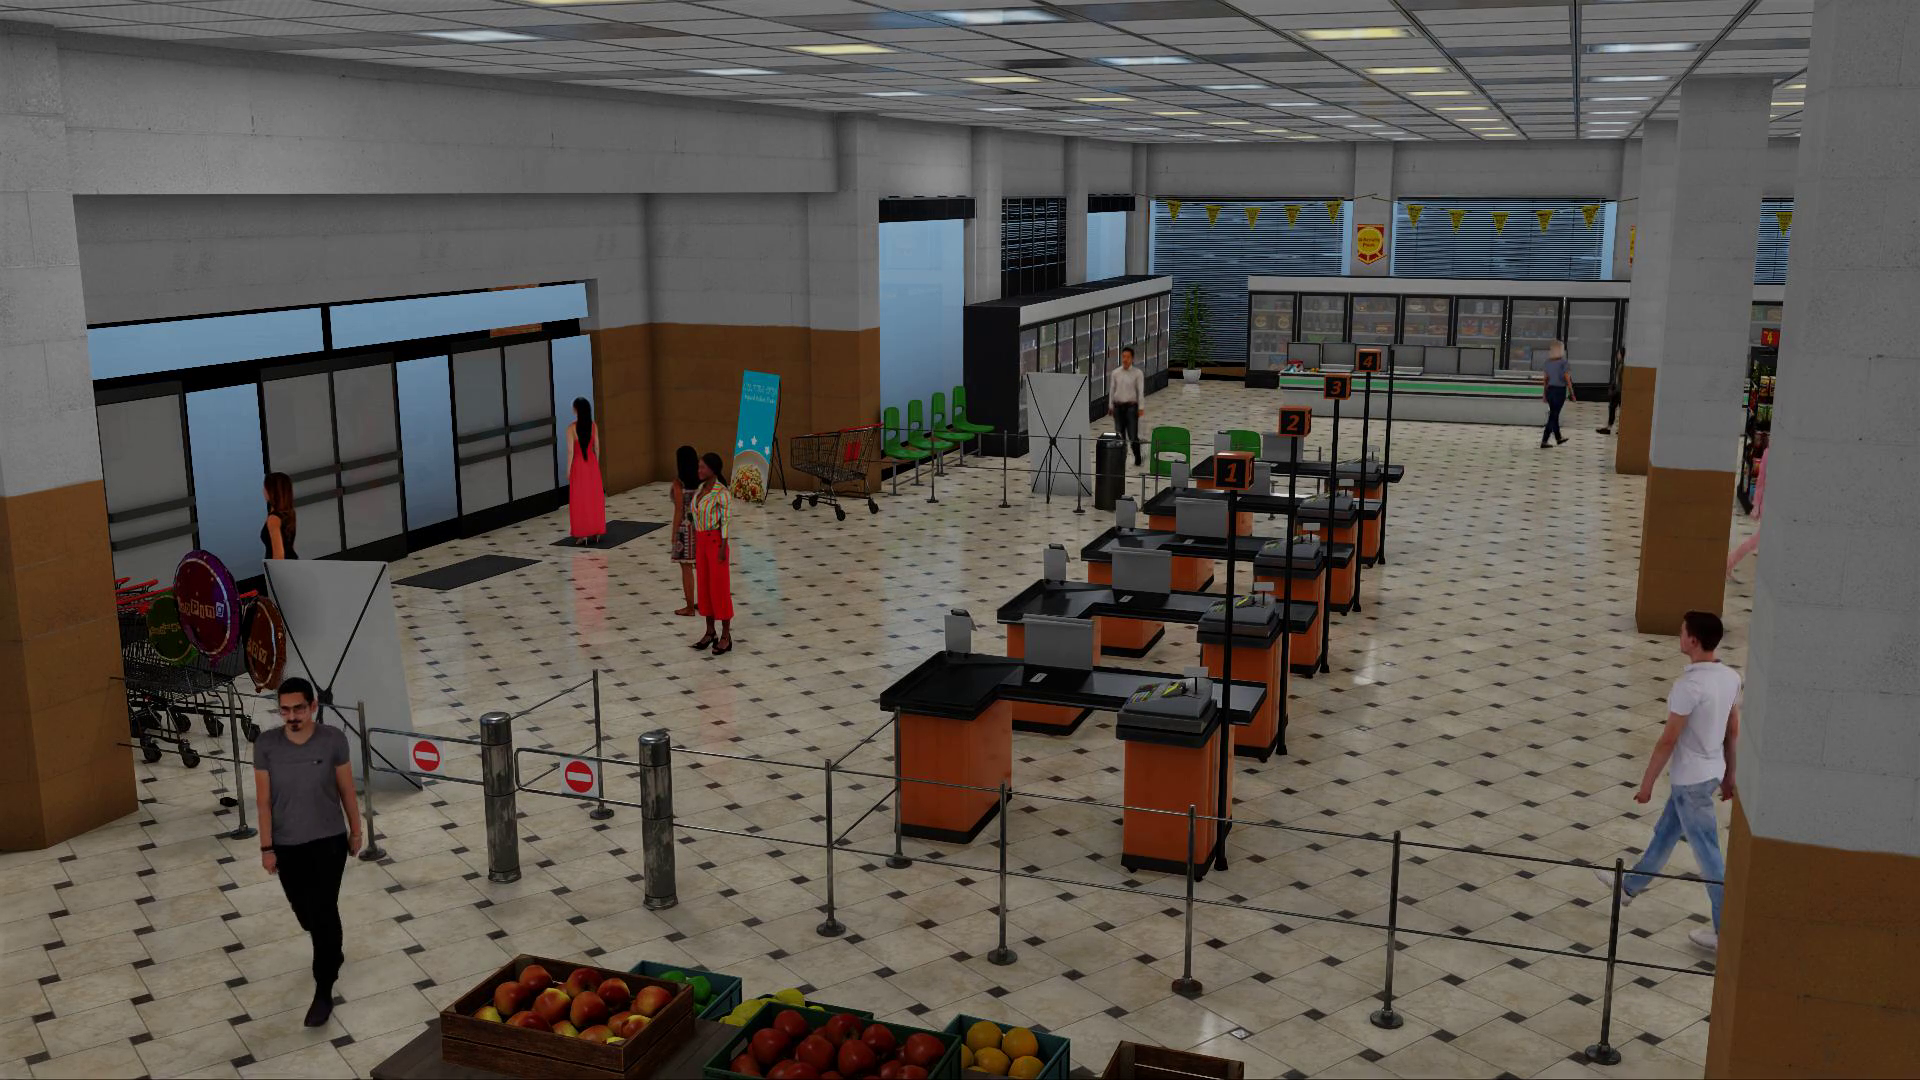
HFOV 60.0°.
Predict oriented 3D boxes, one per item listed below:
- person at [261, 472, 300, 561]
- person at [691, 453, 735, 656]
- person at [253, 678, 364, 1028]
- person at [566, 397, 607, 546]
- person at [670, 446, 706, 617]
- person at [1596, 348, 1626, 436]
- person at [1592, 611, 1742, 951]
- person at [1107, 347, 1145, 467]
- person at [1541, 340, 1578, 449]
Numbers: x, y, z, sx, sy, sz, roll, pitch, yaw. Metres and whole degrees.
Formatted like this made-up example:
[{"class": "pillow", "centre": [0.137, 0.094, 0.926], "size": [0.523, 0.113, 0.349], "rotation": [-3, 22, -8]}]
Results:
[{"class": "person", "centre": [-5.413, 0.362, 13.374], "size": [0.646, 1.834, 0.657], "rotation": [0, 12, -2]}, {"class": "person", "centre": [-2.179, 0.114, 14.652], "size": [0.598, 1.792, 0.733], "rotation": [11, 16, 42]}, {"class": "person", "centre": [-3.251, 1.487, 8.355], "size": [1.174, 1.702, 1.062], "rotation": [-3, 12, -12]}, {"class": "person", "centre": [-4.324, -0.798, 19.149], "size": [0.706, 1.726, 0.715], "rotation": [-11, 16, -42]}, {"class": "person", "centre": [-2.602, -0.097, 16.016], "size": [0.600, 1.645, 0.693], "rotation": [7, 14, 31]}, {"class": "person", "centre": [11.085, -2.451, 27.658], "size": [0.763, 1.454, 0.570], "rotation": [4, 13, 20]}, {"class": "person", "centre": [4.005, 1.330, 8.861], "size": [1.080, 1.800, 1.285], "rotation": [-9, 15, -38]}, {"class": "person", "centre": [2.439, -1.896, 24.183], "size": [0.850, 1.799, 0.790], "rotation": [6, 13, 25]}, {"class": "person", "centre": [9.349, -2.261, 26.196], "size": [1.030, 1.685, 0.995], "rotation": [-7, 14, -28]}]
